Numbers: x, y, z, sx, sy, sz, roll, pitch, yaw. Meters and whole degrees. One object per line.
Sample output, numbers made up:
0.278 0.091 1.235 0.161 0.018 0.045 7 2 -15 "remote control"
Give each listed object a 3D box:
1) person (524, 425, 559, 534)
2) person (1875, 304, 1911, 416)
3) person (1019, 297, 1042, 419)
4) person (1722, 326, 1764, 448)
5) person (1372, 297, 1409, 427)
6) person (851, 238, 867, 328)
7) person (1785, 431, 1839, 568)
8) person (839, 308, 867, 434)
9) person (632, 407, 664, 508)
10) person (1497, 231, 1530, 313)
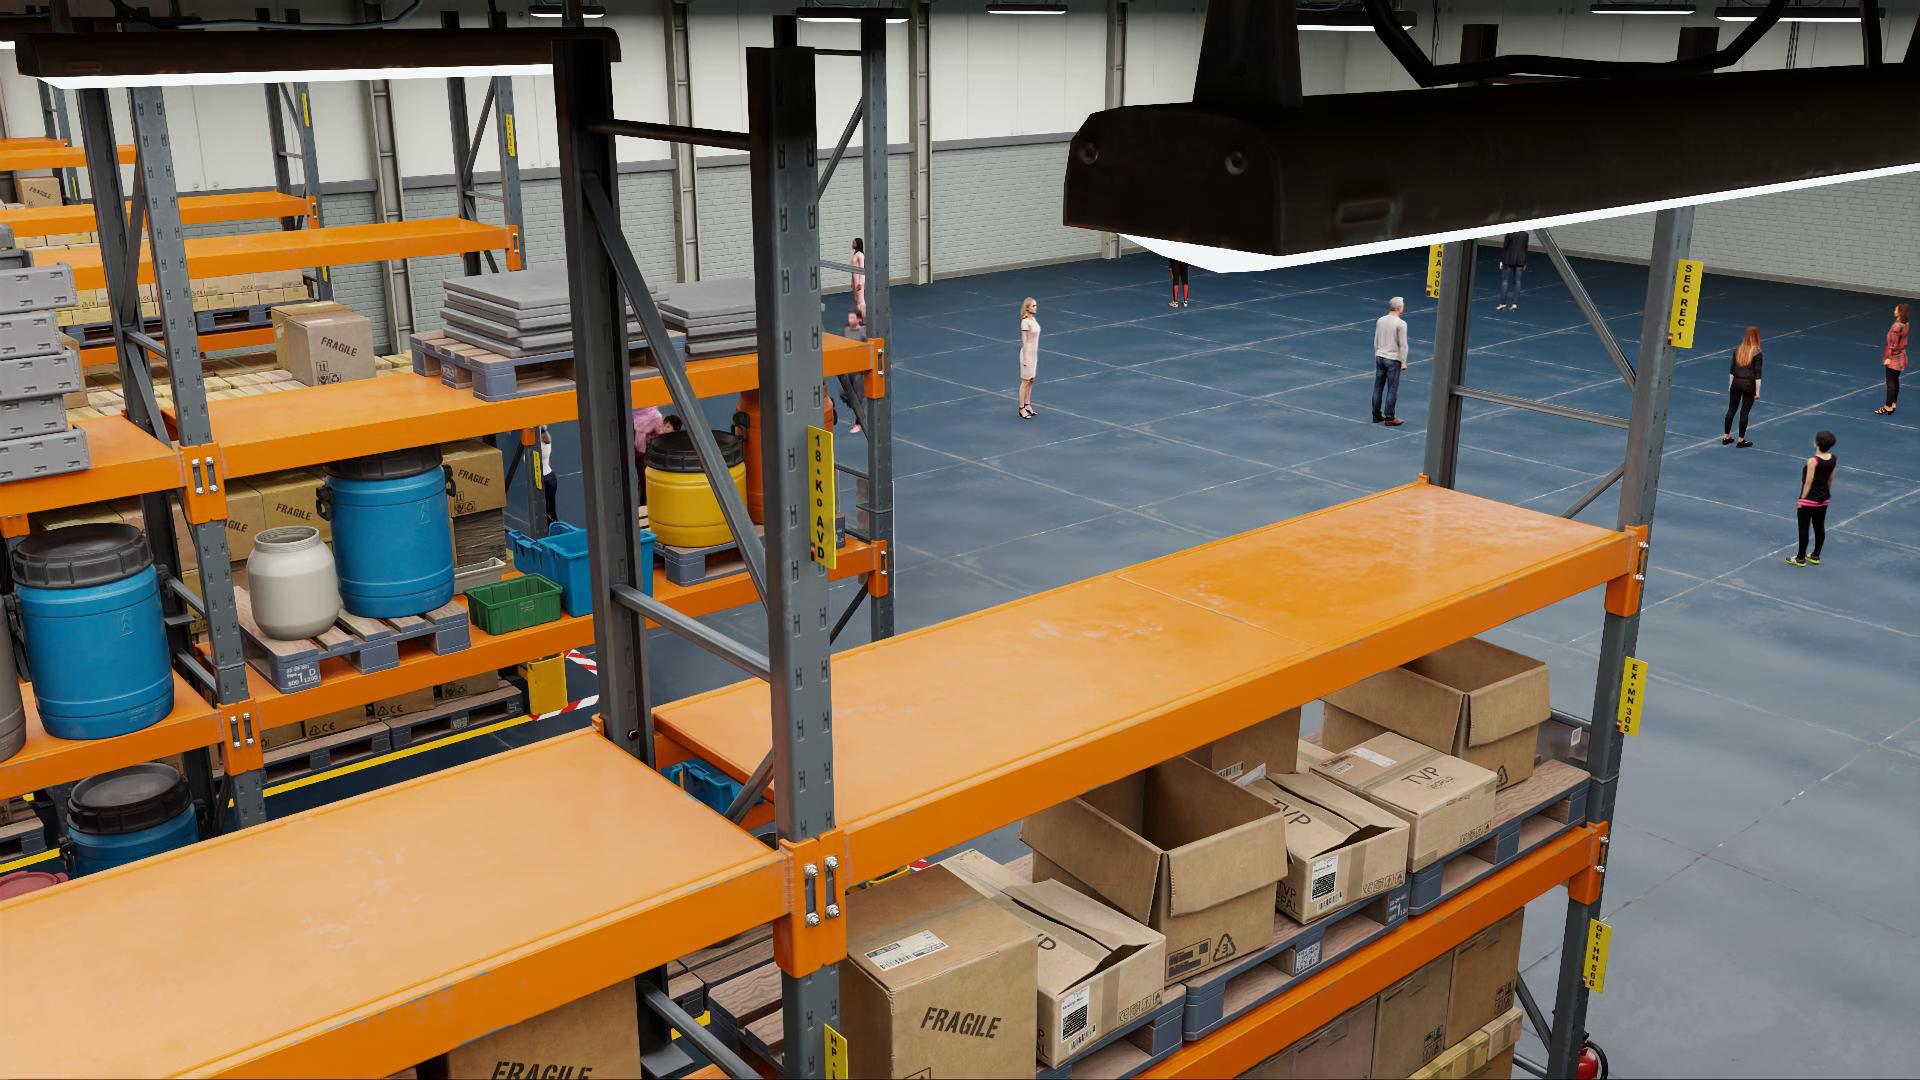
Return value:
-4.668 -0.575 18.691 0.735 1.703 0.666 2 18 8 "person"
14.301 -2.773 25.441 0.501 1.702 0.674 -17 24 -41 "person"
1.040 -2.774 25.238 0.703 1.829 0.560 9 20 26 "person"
11.123 -2.187 23.627 0.558 1.711 0.630 -12 21 -32 "person"
6.406 -2.677 24.812 0.649 1.908 0.758 -12 21 -32 "person"
-1.967 -5.006 32.268 0.642 1.721 0.680 -7 19 -20 "person"
9.587 -0.479 18.637 0.542 1.553 0.659 -6 19 -19 "person"
-1.489 -2.510 24.418 0.792 1.836 0.763 13 22 34 "person"
-3.816 -1.087 20.447 0.926 1.589 1.169 8 20 24 "person"
10.156 -5.105 30.629 0.816 1.778 0.790 1 18 3 "person"
